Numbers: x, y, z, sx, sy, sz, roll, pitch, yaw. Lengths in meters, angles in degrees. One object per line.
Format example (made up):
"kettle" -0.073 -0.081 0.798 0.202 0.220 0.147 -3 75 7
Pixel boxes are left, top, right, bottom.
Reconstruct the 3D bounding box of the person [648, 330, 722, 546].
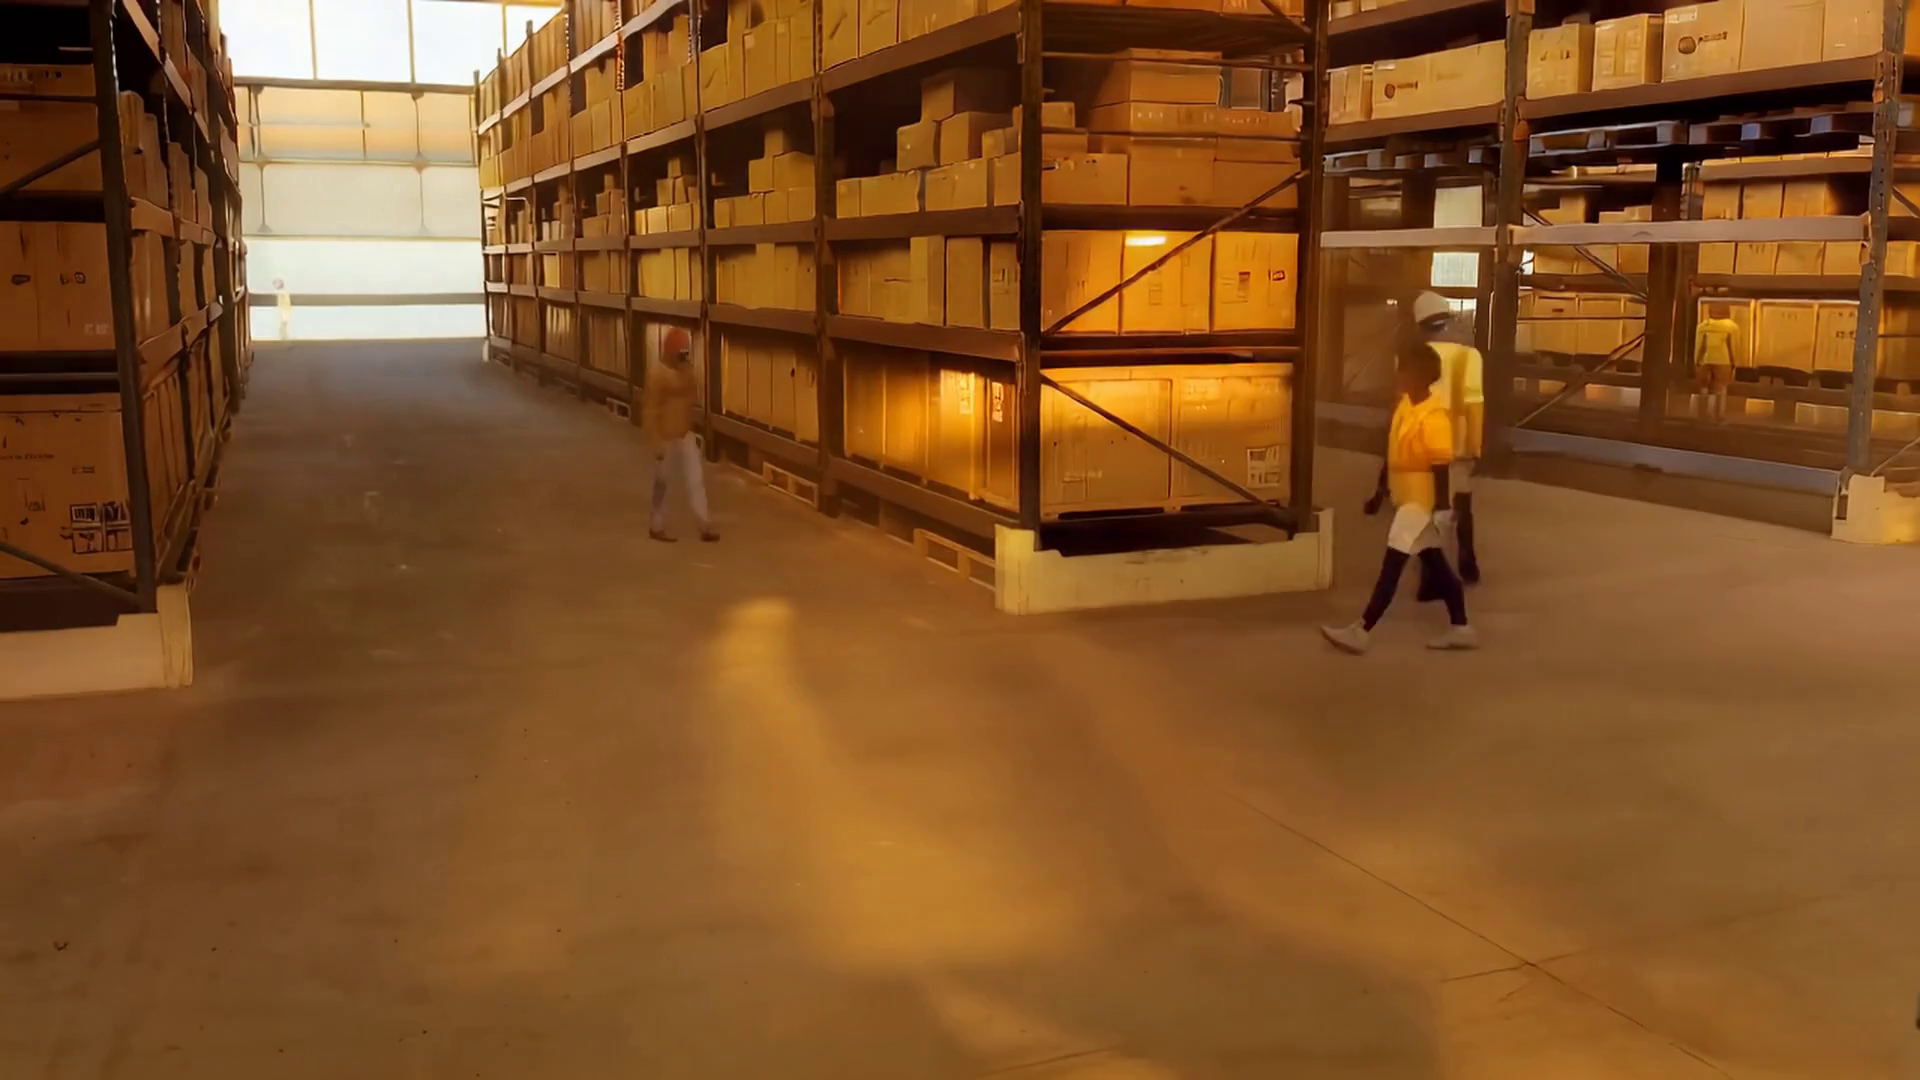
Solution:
"person" -2.018 -0.724 12.068 0.810 1.579 0.547 8 13 41

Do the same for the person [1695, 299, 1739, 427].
"person" 9.192 -2.108 20.219 0.274 1.631 0.507 -9 13 -43

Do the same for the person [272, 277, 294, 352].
"person" -15.590 -5.178 38.309 0.434 1.720 0.601 0 9 -3

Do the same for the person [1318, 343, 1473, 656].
"person" 2.355 -0.208 8.769 0.881 1.647 0.540 0 9 1

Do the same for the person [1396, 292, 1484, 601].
"person" 3.026 -0.595 10.398 0.581 1.883 0.926 6 11 30

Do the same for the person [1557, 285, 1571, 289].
"person" 12.979 -4.880 35.921 1.106 1.935 0.637 7 12 38
